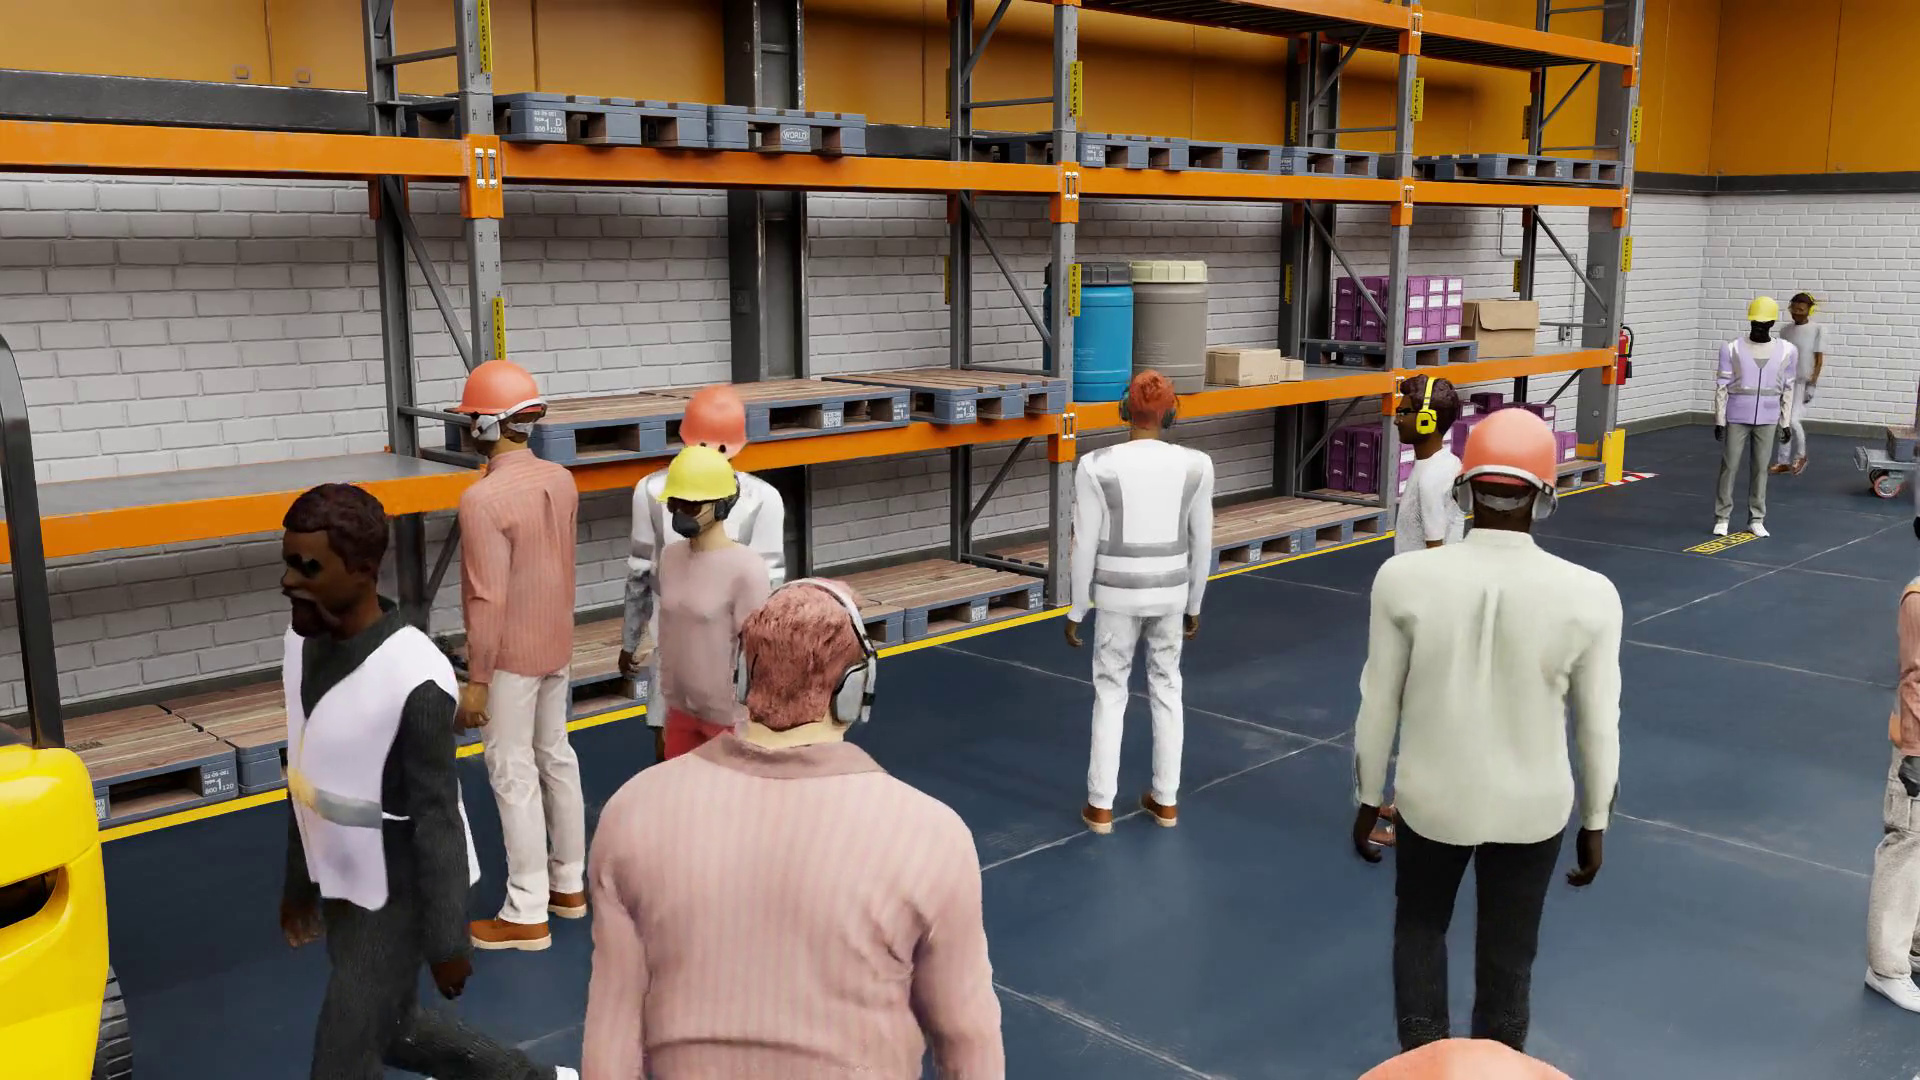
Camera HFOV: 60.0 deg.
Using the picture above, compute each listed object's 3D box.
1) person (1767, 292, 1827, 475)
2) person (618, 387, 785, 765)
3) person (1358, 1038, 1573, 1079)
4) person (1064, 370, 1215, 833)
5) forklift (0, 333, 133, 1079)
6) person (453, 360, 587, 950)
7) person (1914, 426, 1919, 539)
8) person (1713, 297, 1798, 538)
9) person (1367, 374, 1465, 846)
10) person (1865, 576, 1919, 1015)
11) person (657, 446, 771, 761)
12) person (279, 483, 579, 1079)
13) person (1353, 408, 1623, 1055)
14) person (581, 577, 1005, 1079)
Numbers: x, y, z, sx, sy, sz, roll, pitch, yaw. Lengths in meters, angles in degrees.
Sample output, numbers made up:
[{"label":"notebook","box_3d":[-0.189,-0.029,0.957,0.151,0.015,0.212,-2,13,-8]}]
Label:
[{"label":"person","box_3d":[8.344,-1.544,16.603,0.488,1.841,0.563,-6,12,-30]},{"label":"person","box_3d":[-0.938,0.398,5.902,0.630,1.881,0.787,0,10,1]},{"label":"person","box_3d":[0.404,1.242,1.340,0.595,1.883,1.030,0,10,3]},{"label":"person","box_3d":[0.716,0.257,6.724,0.605,1.884,0.386,-2,11,-10]},{"label":"forklift","box_3d":[-3.289,0.485,4.582,1.214,2.155,2.313,-10,14,-44]},{"label":"person","box_3d":[-1.504,0.390,5.643,0.385,1.993,0.624,3,11,16]},{"label":"person","box_3d":[5.434,-0.123,8.915,0.544,1.829,0.637,-7,12,-33]},{"label":"person","box_3d":[6.337,-0.975,13.281,0.588,1.923,0.383,3,11,14]},{"label":"person","box_3d":[1.808,0.284,6.563,0.329,1.872,0.510,4,11,20]},{"label":"person","box_3d":[3.078,0.647,5.210,0.523,1.640,0.306,-8,13,-36]},{"label":"person","box_3d":[-0.824,0.569,5.377,0.547,1.753,0.576,9,14,40]},{"label":"person","box_3d":[-1.255,0.784,3.796,0.829,1.891,0.603,-9,14,-42]},{"label":"person","box_3d":[1.324,0.658,4.200,0.649,1.980,0.436,4,11,19]},{"label":"person","box_3d":[-0.237,0.975,2.834,0.660,1.851,0.982,3,11,15]}]
